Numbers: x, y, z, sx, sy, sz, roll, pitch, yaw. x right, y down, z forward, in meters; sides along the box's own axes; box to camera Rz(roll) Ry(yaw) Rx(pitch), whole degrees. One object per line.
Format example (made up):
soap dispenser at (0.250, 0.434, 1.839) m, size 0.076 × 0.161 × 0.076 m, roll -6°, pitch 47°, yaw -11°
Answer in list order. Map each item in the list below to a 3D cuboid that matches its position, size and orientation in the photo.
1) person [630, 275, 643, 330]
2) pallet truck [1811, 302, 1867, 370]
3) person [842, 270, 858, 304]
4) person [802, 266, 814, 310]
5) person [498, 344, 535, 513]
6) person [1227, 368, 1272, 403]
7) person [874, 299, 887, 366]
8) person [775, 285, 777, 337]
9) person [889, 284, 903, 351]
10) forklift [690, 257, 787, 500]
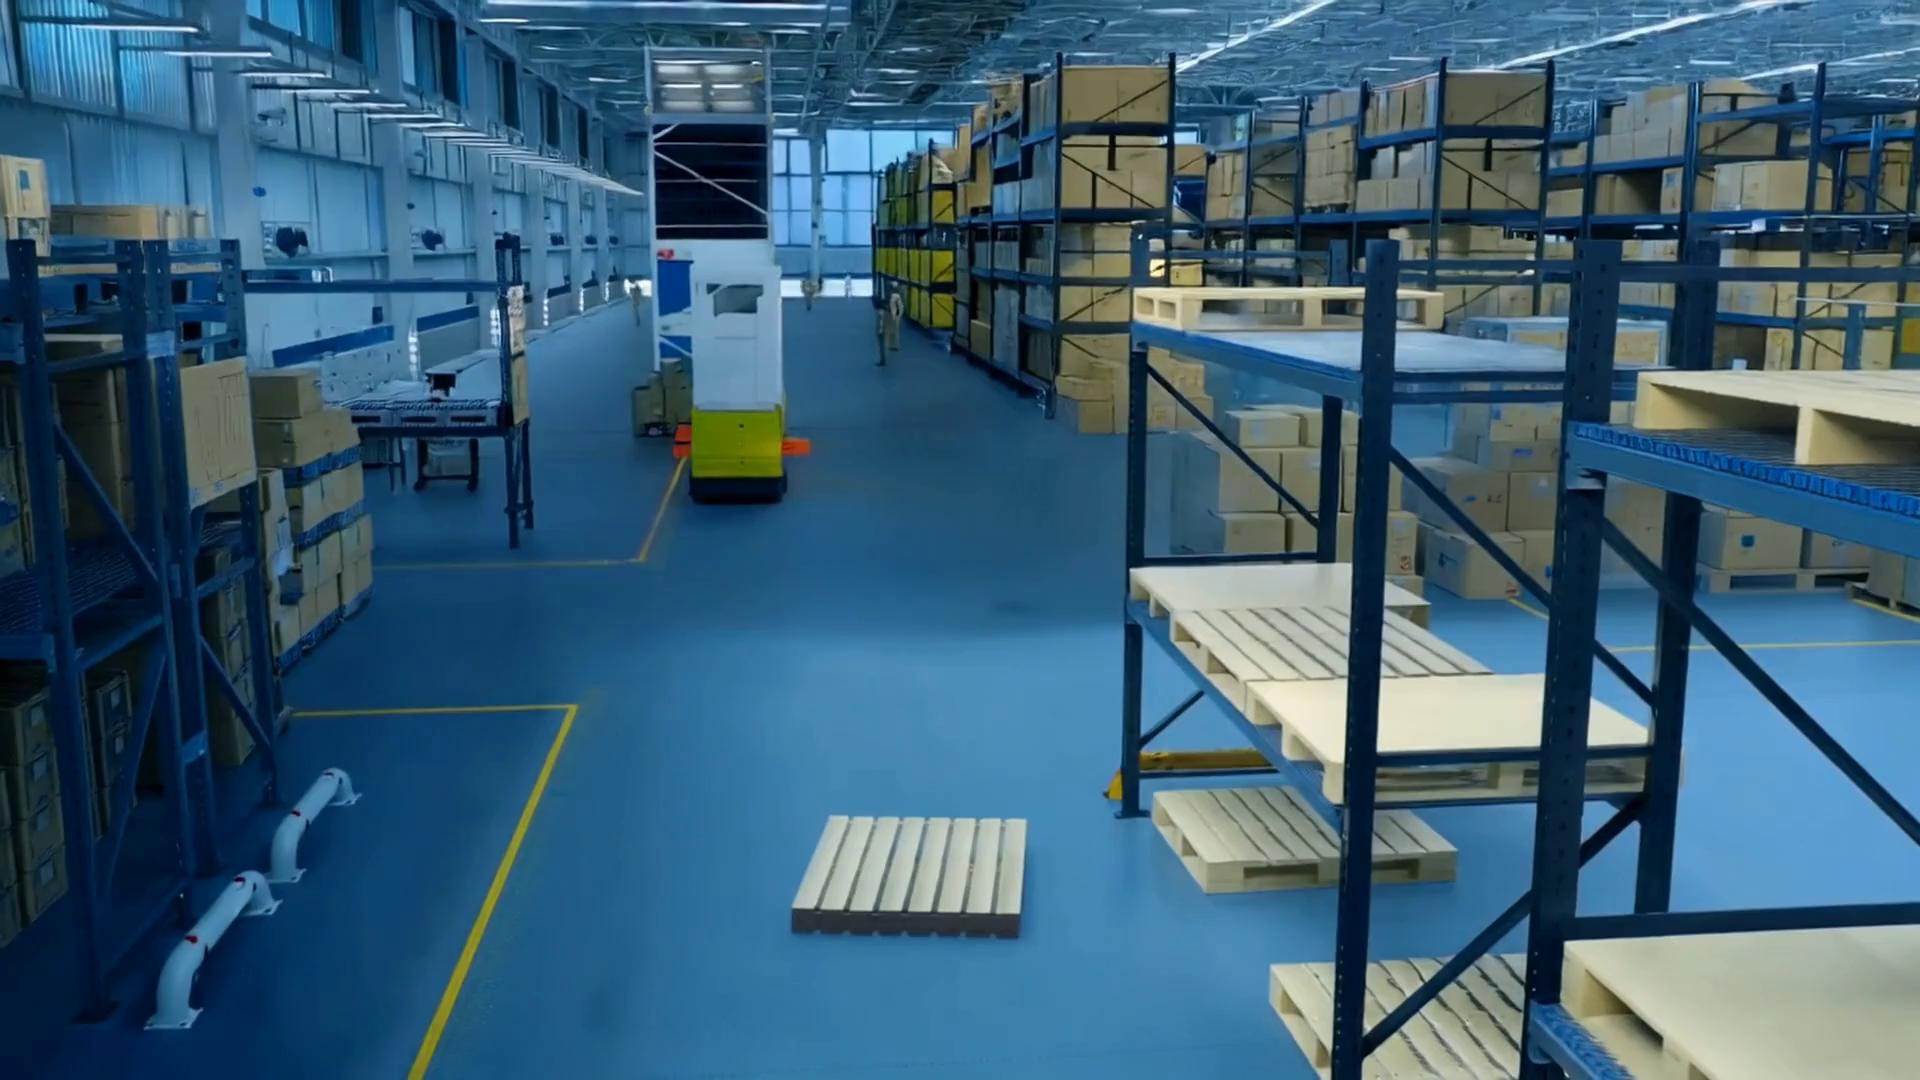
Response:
person at (-10.968, -8.044, 56.383) m, size 0.429 × 1.842 × 0.636 m, roll -1°, pitch 10°, yaw -6°
pallet truck at (15.846, -3.142, 28.793) m, size 1.885 × 1.965 × 0.823 m, roll 2°, pitch 10°, yaw 12°
person at (-5.217, -11.992, 78.903) m, size 0.764 × 1.610 × 0.517 m, roll 1°, pitch 10°, yaw 5°
person at (-6.578, -10.939, 72.211) m, size 0.550 × 1.921 × 0.569 m, roll -3°, pitch 11°, yaw -14°
person at (-4.953, -1.272, 18.595) m, size 0.355 × 1.936 × 0.637 m, roll -1°, pitch 10°, yaw -6°
person at (5.361, -3.449, 30.889) m, size 0.656 × 1.859 × 0.991 m, roll -7°, pitch 12°, yaw -34°
person at (-1.922, -5.014, 40.210) m, size 0.318 × 1.624 × 0.523 m, roll 0°, pitch 10°, yaw -3°
person at (-5.037, -5.869, 44.189) m, size 0.457 × 1.893 × 0.624 m, roll 6°, pitch 12°, yaw 31°
person at (-1.765, -6.132, 45.775) m, size 0.374 × 1.843 × 0.573 m, roll -1°, pitch 10°, yaw -6°
forklift at (-2.661, -1.972, 19.860) m, size 1.129 × 2.768 × 1.873 m, roll -1°, pitch 10°, yaw -6°
